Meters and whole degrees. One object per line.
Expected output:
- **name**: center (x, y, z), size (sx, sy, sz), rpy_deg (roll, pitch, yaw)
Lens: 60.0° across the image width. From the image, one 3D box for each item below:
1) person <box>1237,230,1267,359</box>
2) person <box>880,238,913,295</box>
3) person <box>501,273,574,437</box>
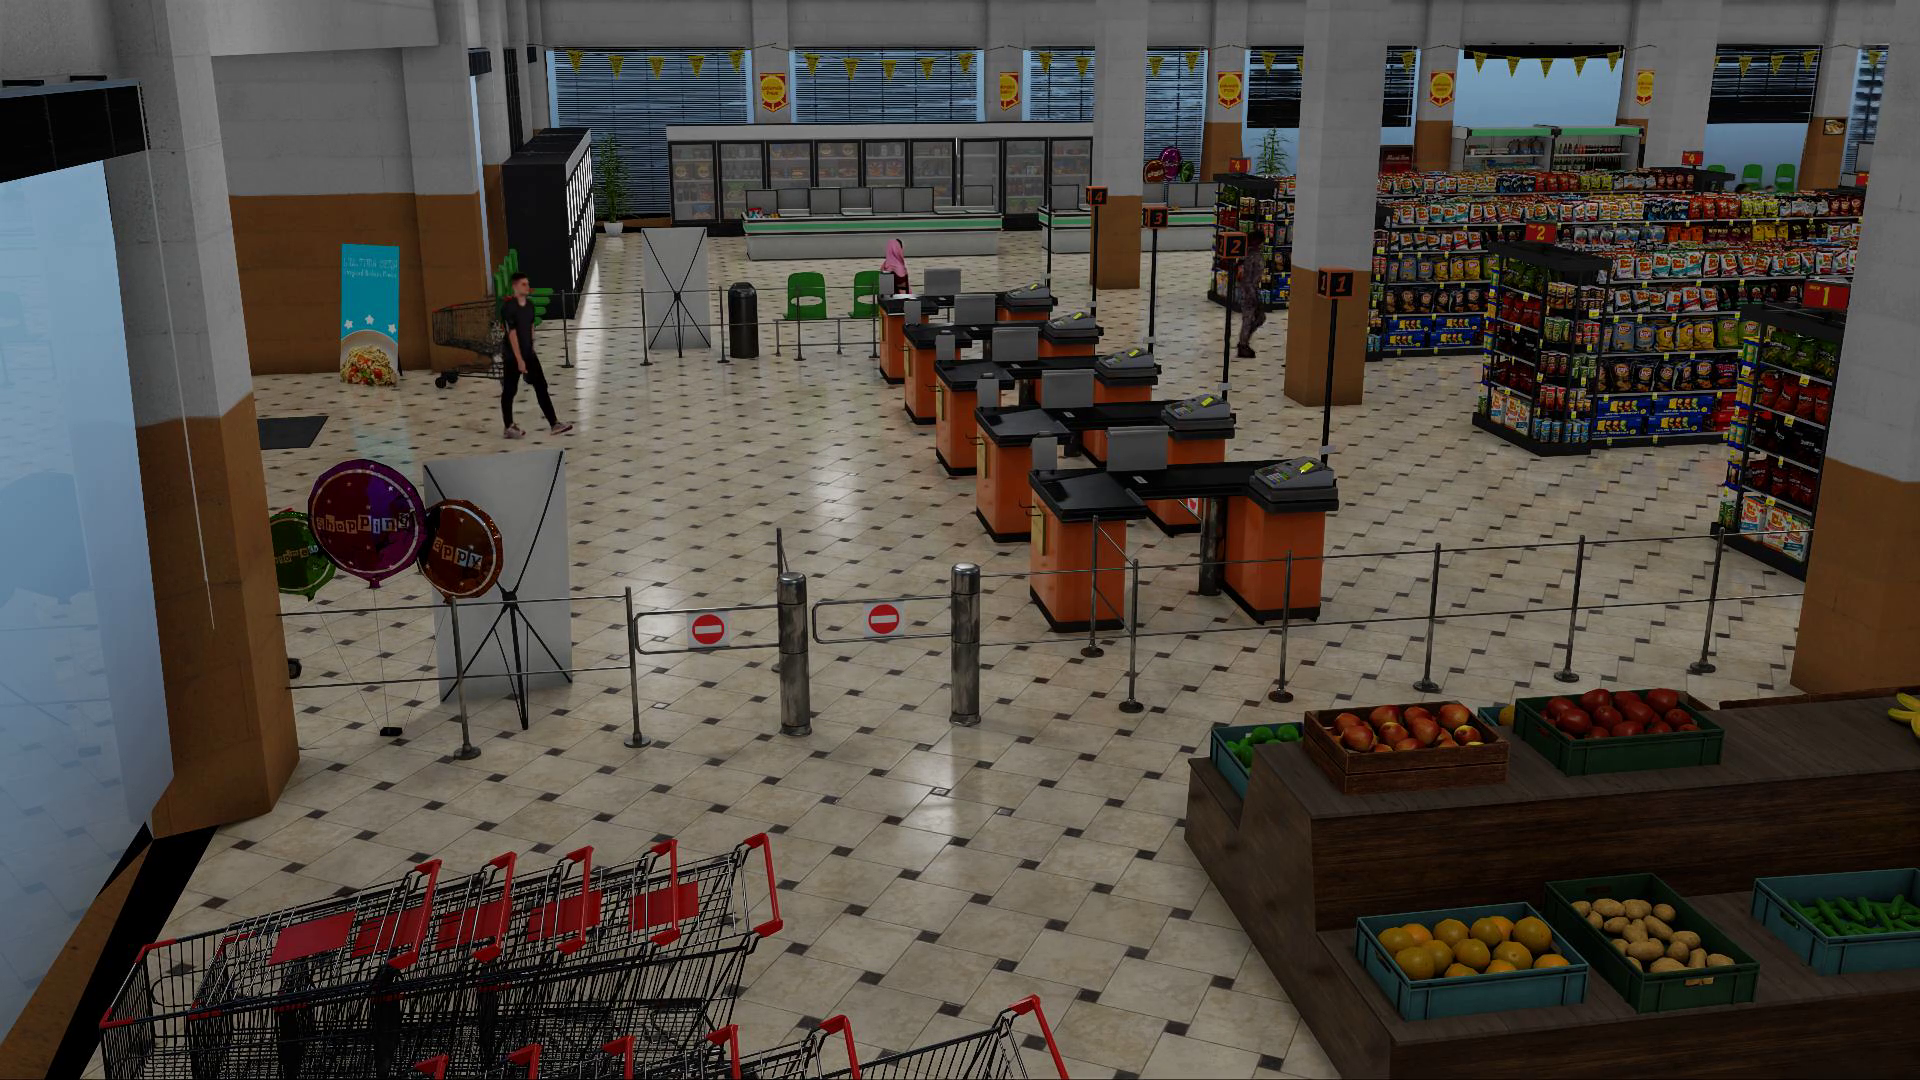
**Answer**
- **person**: center (3.735, -3.221, 21.861), size (0.790, 1.694, 0.734), rpy_deg (9, 19, 27)
- **person**: center (-0.819, -3.071, 21.462), size (0.680, 1.637, 0.715), rpy_deg (-7, 18, -22)
- **person**: center (-4.699, -1.916, 17.501), size (1.138, 1.730, 1.028), rpy_deg (9, 19, 28)
